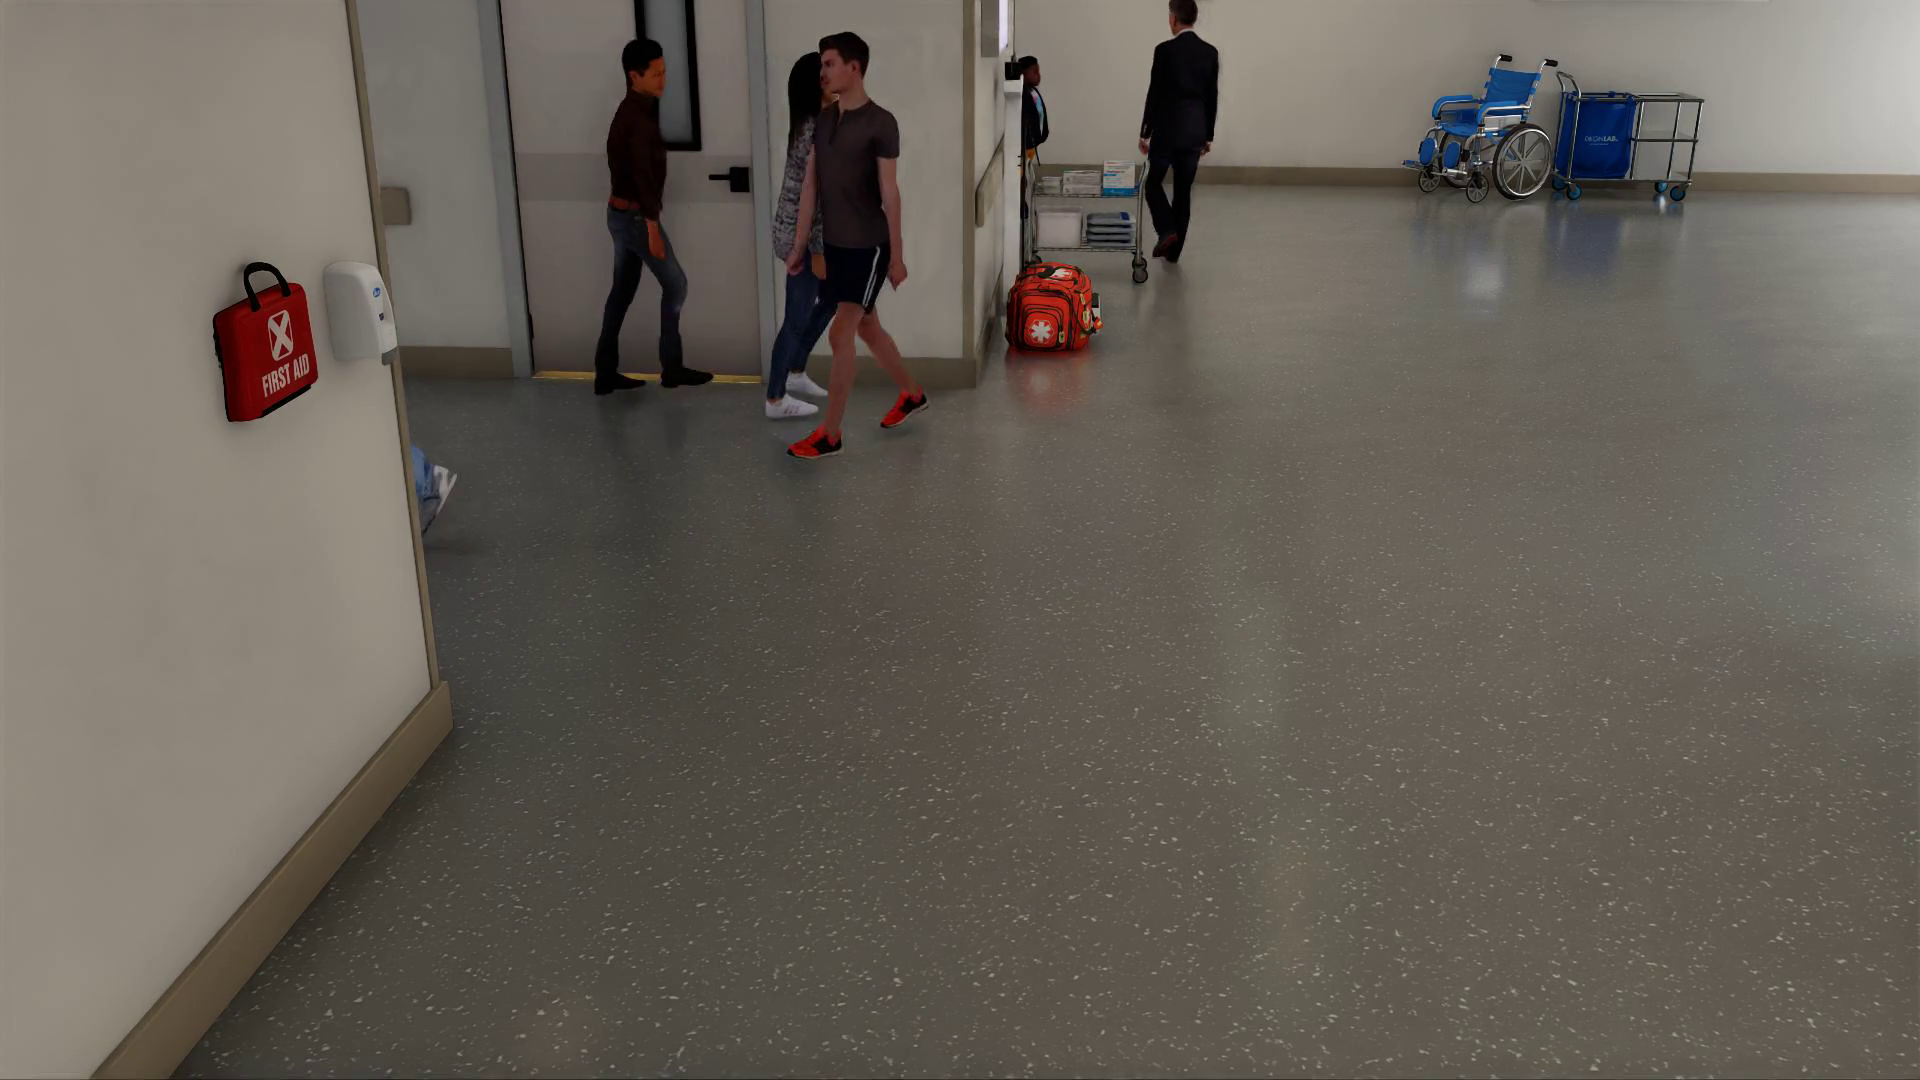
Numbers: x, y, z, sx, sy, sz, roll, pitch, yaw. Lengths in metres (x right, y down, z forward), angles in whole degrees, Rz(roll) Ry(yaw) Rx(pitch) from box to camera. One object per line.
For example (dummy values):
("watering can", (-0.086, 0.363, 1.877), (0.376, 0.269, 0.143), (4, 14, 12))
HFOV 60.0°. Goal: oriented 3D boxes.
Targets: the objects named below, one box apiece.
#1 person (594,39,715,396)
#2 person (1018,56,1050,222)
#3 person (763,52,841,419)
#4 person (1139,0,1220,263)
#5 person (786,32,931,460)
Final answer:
("person", (-1.637, -1.526, 8.138), (0.914, 1.743, 0.890), (-8, 22, -20))
("person", (0.500, -3.193, 13.210), (0.627, 1.268, 0.534), (8, 22, 19))
("person", (-0.769, -1.410, 7.884), (0.749, 1.706, 0.673), (-3, 21, -8))
("person", (1.525, -2.791, 11.406), (0.843, 1.794, 0.894), (-6, 22, -15))
("person", (-0.402, -1.301, 7.458), (1.218, 1.804, 1.135), (-19, 28, -41))
